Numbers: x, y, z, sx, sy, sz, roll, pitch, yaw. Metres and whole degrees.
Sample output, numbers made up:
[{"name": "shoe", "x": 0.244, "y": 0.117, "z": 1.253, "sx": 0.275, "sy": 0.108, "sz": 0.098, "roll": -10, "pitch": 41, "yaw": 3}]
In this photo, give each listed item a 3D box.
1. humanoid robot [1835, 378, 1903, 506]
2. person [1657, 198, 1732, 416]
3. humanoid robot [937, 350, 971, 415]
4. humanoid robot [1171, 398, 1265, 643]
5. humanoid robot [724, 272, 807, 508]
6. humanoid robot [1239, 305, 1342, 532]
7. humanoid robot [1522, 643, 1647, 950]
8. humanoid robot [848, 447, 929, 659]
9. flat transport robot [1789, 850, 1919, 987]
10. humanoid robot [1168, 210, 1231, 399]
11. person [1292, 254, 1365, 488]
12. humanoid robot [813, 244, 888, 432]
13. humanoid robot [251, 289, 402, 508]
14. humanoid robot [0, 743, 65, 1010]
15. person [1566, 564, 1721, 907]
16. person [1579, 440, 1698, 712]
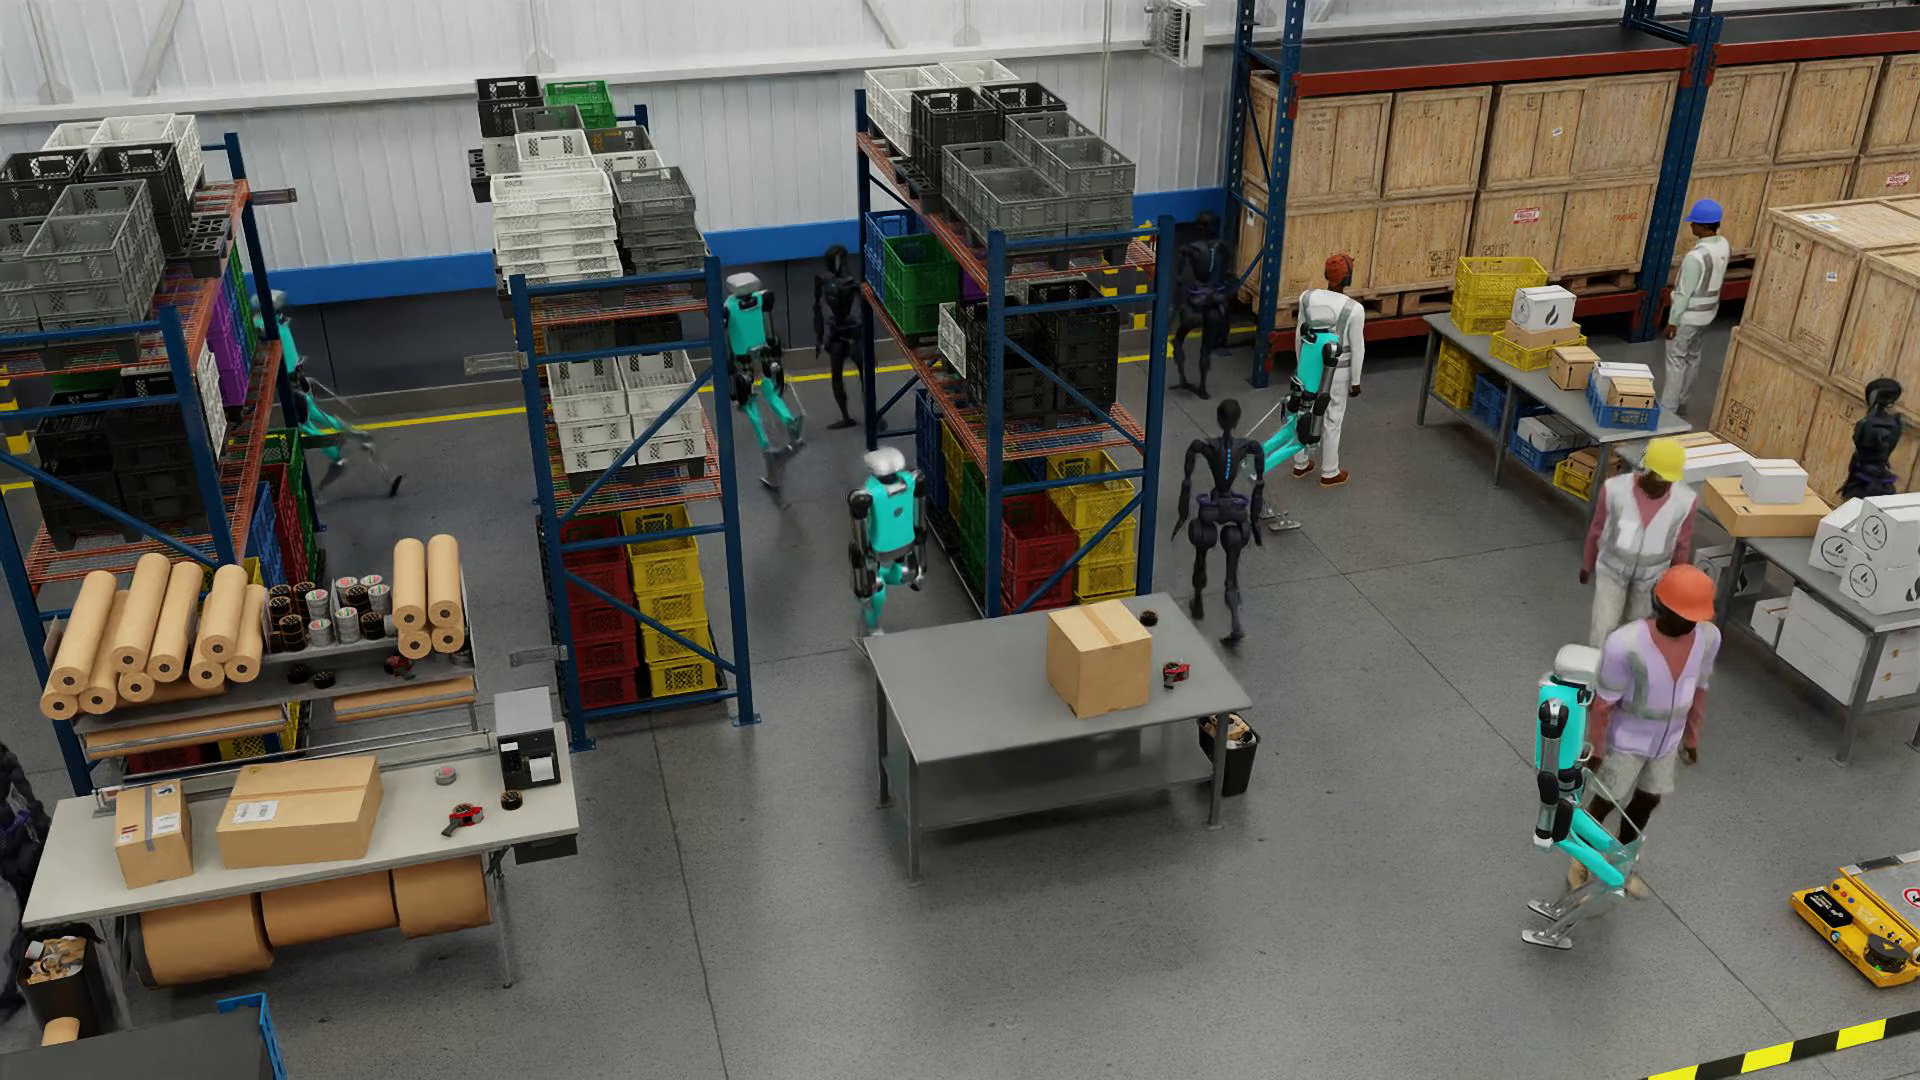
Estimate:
[{"name": "humanoid robot", "x": 6.205, "y": -0.324, "z": 11.343, "sx": 0.523, "sy": 1.675, "sz": 0.601, "roll": 7, "pitch": 30, "yaw": 13}, {"name": "person", "x": 6.093, "y": -1.897, "z": 13.881, "sx": 0.603, "sy": 1.939, "sz": 0.401, "roll": -23, "pitch": 36, "yaw": -35}, {"name": "humanoid robot", "x": -0.013, "y": -1.733, "z": 13.814, "sx": 0.670, "sy": 1.821, "sz": 0.558, "roll": -18, "pitch": 33, "yaw": -29}, {"name": "humanoid robot", "x": 1.706, "y": -0.106, "z": 10.926, "sx": 0.601, "sy": 1.634, "sz": 0.679, "roll": -1, "pitch": 29, "yaw": -3}, {"name": "humanoid robot", "x": -1.443, "y": -1.063, "z": 12.688, "sx": 0.546, "sy": 1.896, "sz": 0.765, "roll": -24, "pitch": 37, "yaw": -36}, {"name": "humanoid robot", "x": 2.337, "y": -0.870, "z": 12.119, "sx": 0.729, "sy": 1.692, "sz": 0.532, "roll": -5, "pitch": 29, "yaw": -10}, {"name": "humanoid robot", "x": 3.100, "y": 1.308, "z": 8.123, "sx": 0.735, "sy": 1.671, "sz": 0.533, "roll": 15, "pitch": 32, "yaw": 25}, {"name": "humanoid robot", "x": -0.551, "y": 0.152, "z": 10.404, "sx": 0.558, "sy": 1.752, "sz": 1.042, "roll": -19, "pitch": 34, "yaw": -30}, {"name": "flat transport robot", "x": 5.163, "y": 1.916, "z": 8.676, "sx": 1.431, "sy": 0.231, "sz": 0.659, "roll": -8, "pitch": 30, "yaw": -14}, {"name": "humanoid robot", "x": 2.097, "y": -2.038, "z": 14.416, "sx": 0.608, "sy": 1.639, "sz": 0.415, "roll": -13, "pitch": 31, "yaw": -22}, {"name": "person", "x": 2.848, "y": -1.304, "z": 12.860, "sx": 0.573, "sy": 1.882, "sz": 0.356, "roll": 24, "pitch": 37, "yaw": 36}, {"name": "humanoid robot", "x": -0.903, "y": -1.673, "z": 13.740, "sx": 0.599, "sy": 1.640, "sz": 0.437, "roll": 14, "pitch": 32, "yaw": 24}, {"name": "humanoid robot", "x": -4.713, "y": -1.050, "z": 12.569, "sx": 0.947, "sy": 1.772, "sz": 0.549, "roll": -5, "pitch": 29, "yaw": -9}, {"name": "humanoid robot", "x": -4.665, "y": 1.478, "z": 8.057, "sx": 0.584, "sy": 1.640, "sz": 0.748, "roll": 7, "pitch": 30, "yaw": 12}, {"name": "person", "x": 3.501, "y": 1.015, "z": 8.484, "sx": 0.612, "sy": 2.044, "sz": 0.391, "roll": -6, "pitch": 29, "yaw": -11}, {"name": "person", "x": 4.174, "y": 0.146, "z": 10.318, "sx": 0.605, "sy": 1.793, "sz": 0.752, "roll": 8, "pitch": 30, "yaw": 15}]
